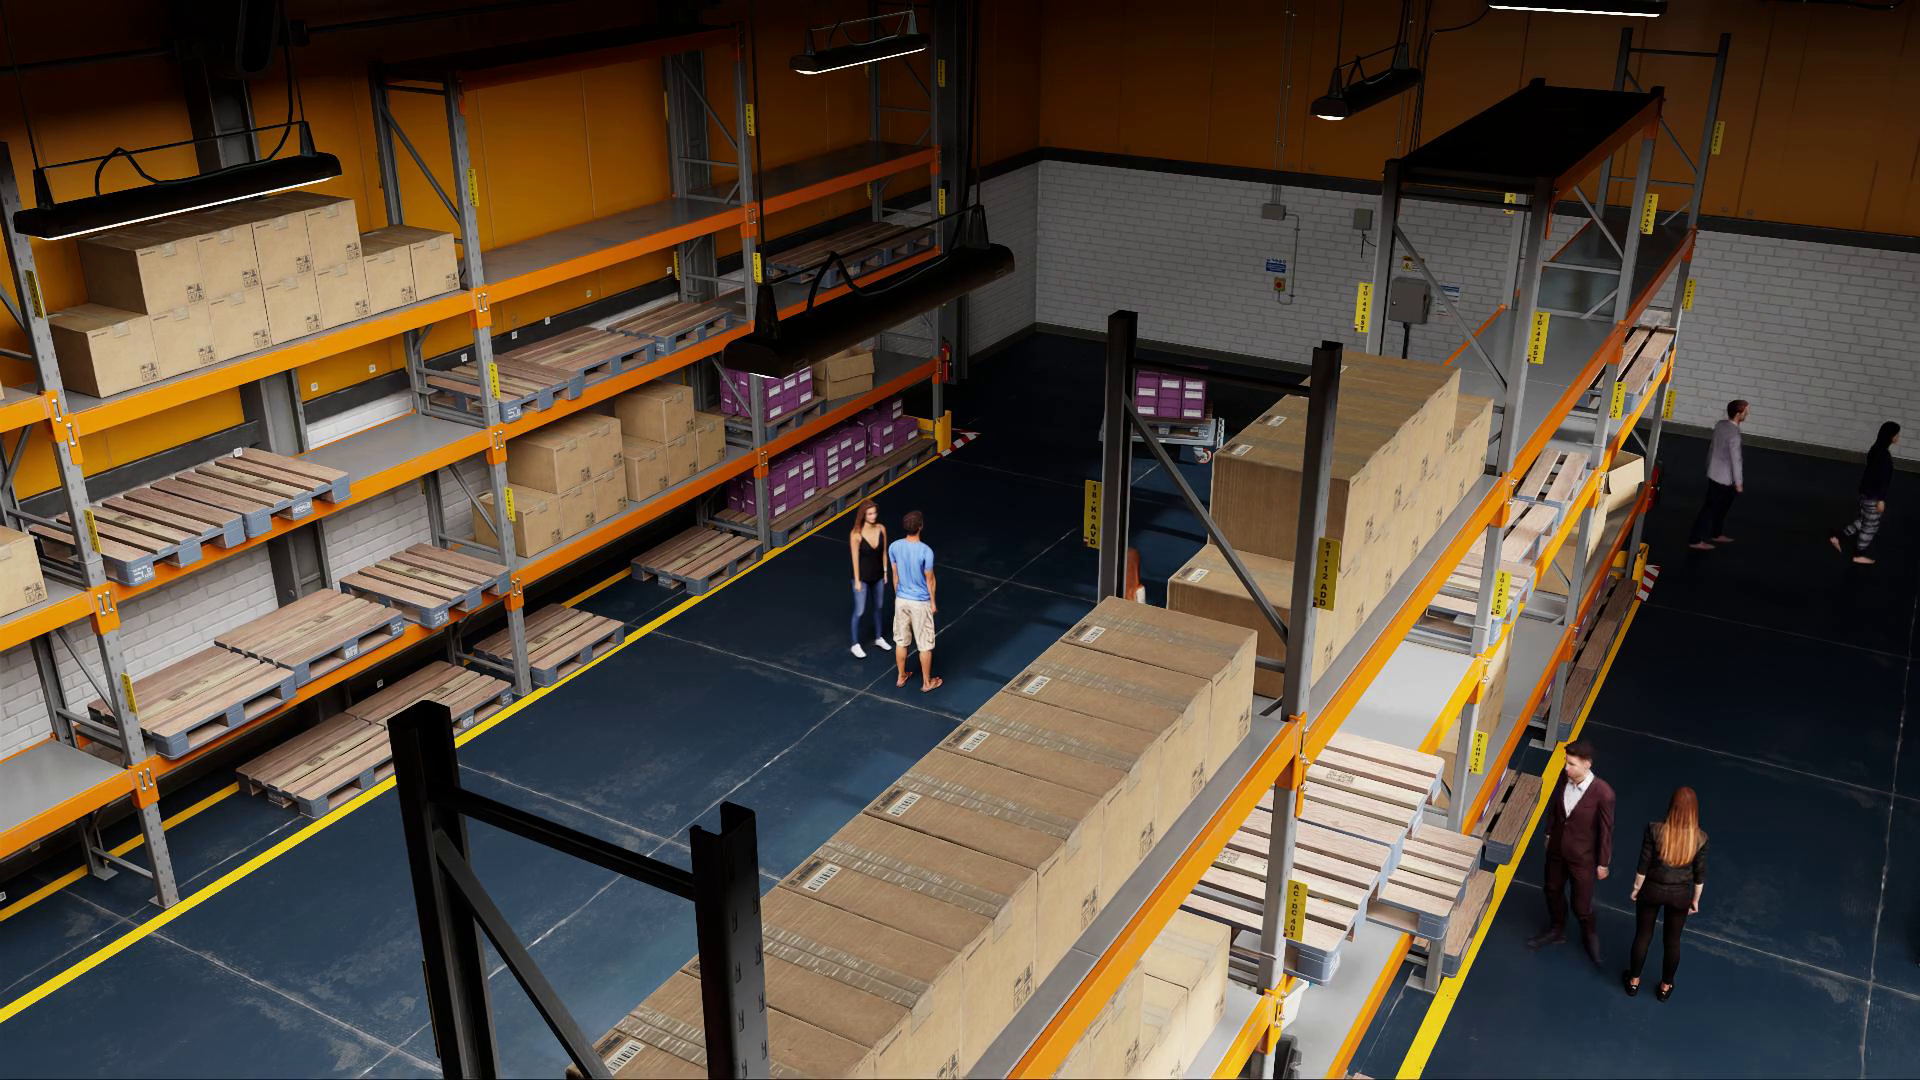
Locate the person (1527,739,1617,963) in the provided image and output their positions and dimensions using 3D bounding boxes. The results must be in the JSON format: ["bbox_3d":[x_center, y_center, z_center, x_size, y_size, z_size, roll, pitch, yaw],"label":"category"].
[{"bbox_3d":[4.588,2.296,12.354,0.938,1.835,0.892,-18,30,-36],"label":"person"}]

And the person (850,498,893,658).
[{"bbox_3d":[-0.933,0.364,16.919,0.585,1.718,0.703,-15,28,-31],"label":"person"}]

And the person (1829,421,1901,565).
[{"bbox_3d":[10.320,-0.533,18.967,0.800,1.723,0.782,4,24,9],"label":"person"}]

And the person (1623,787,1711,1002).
[{"bbox_3d":[5.067,2.538,11.956,0.644,1.711,0.581,8,25,18],"label":"person"}]

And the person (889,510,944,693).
[{"bbox_3d":[-0.450,0.589,16.223,0.662,1.864,0.581,11,26,23],"label":"person"}]

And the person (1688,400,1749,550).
[{"bbox_3d":[8.753,-0.751,19.332,0.891,1.830,0.861,4,24,9],"label":"person"}]
